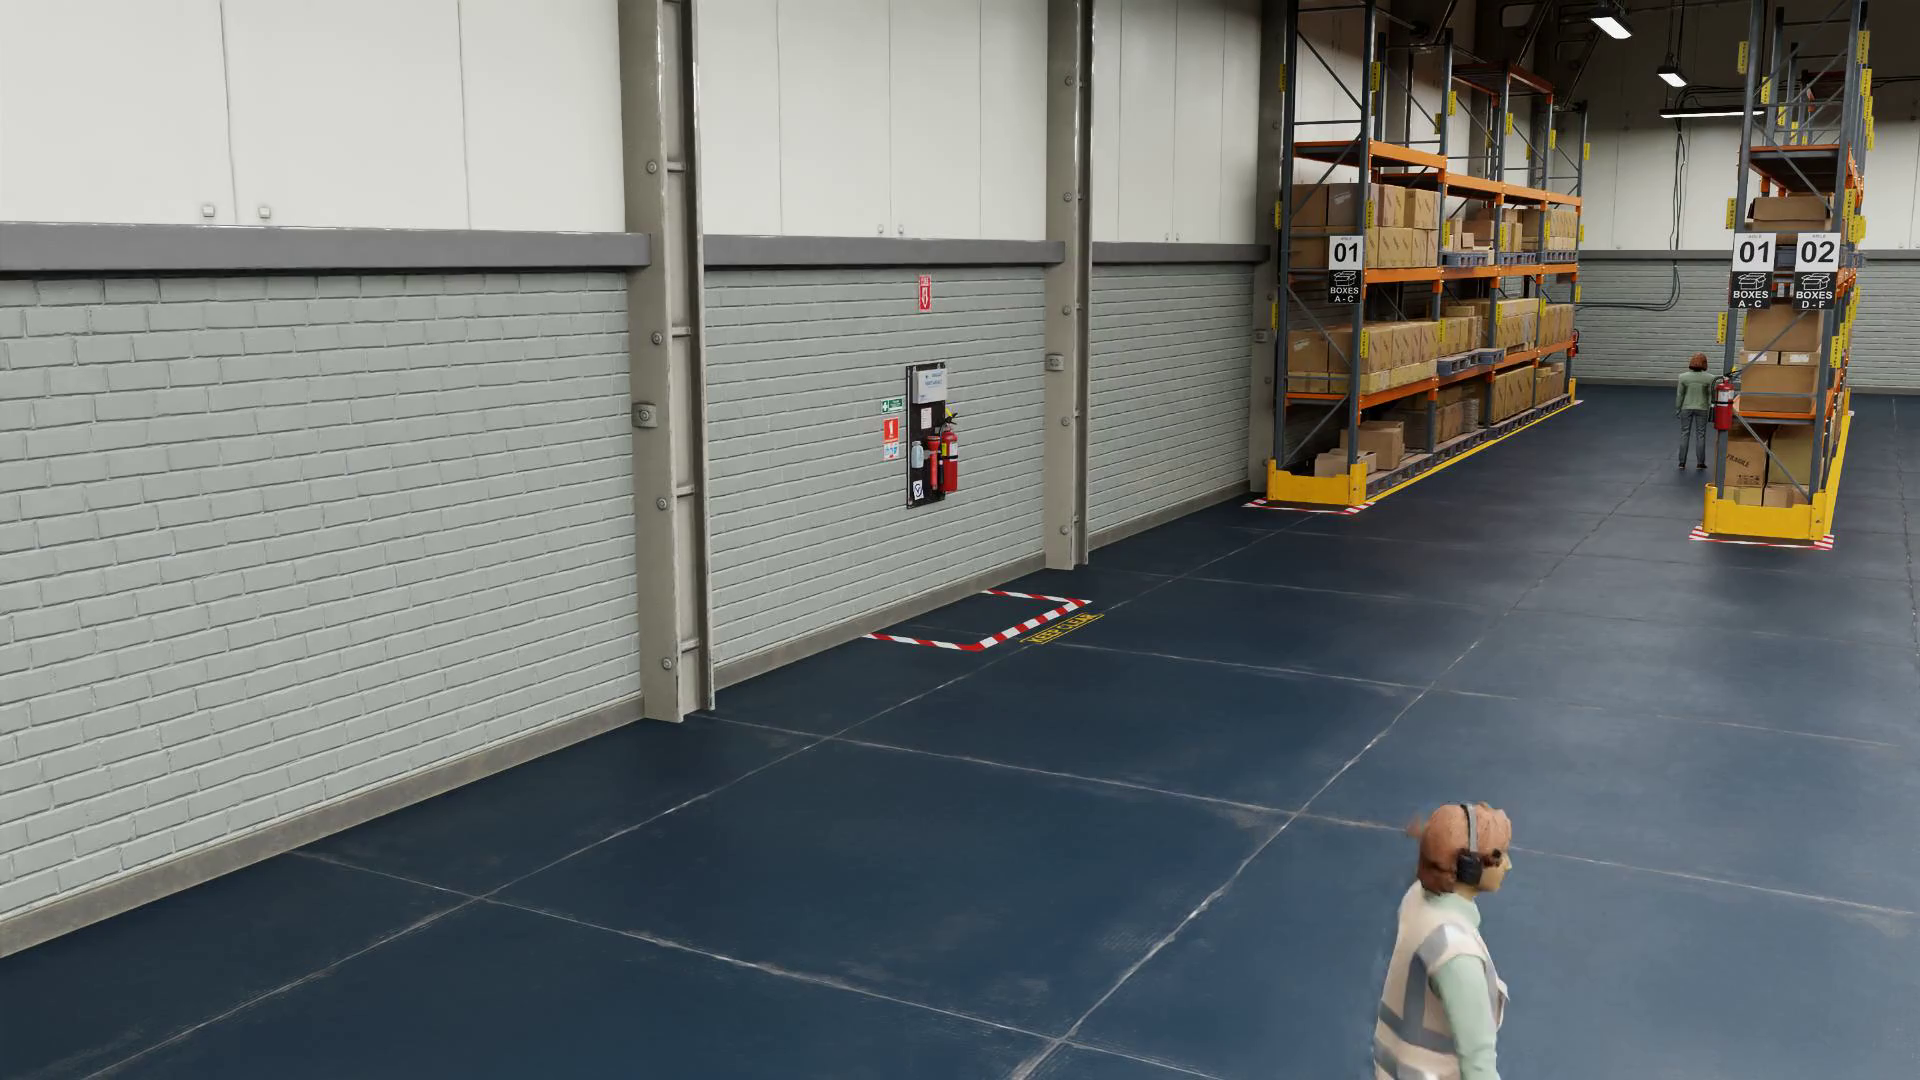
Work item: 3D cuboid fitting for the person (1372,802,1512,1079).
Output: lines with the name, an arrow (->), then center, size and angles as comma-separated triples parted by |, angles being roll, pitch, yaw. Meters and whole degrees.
person -> 1.341, 1.467, 4.317 | 0.788, 1.606, 0.546 | 1, 10, 8

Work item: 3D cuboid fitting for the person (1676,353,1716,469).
person -> 10.369, -1.816, 23.459 | 0.507, 1.632, 0.264 | 6, 11, 31
